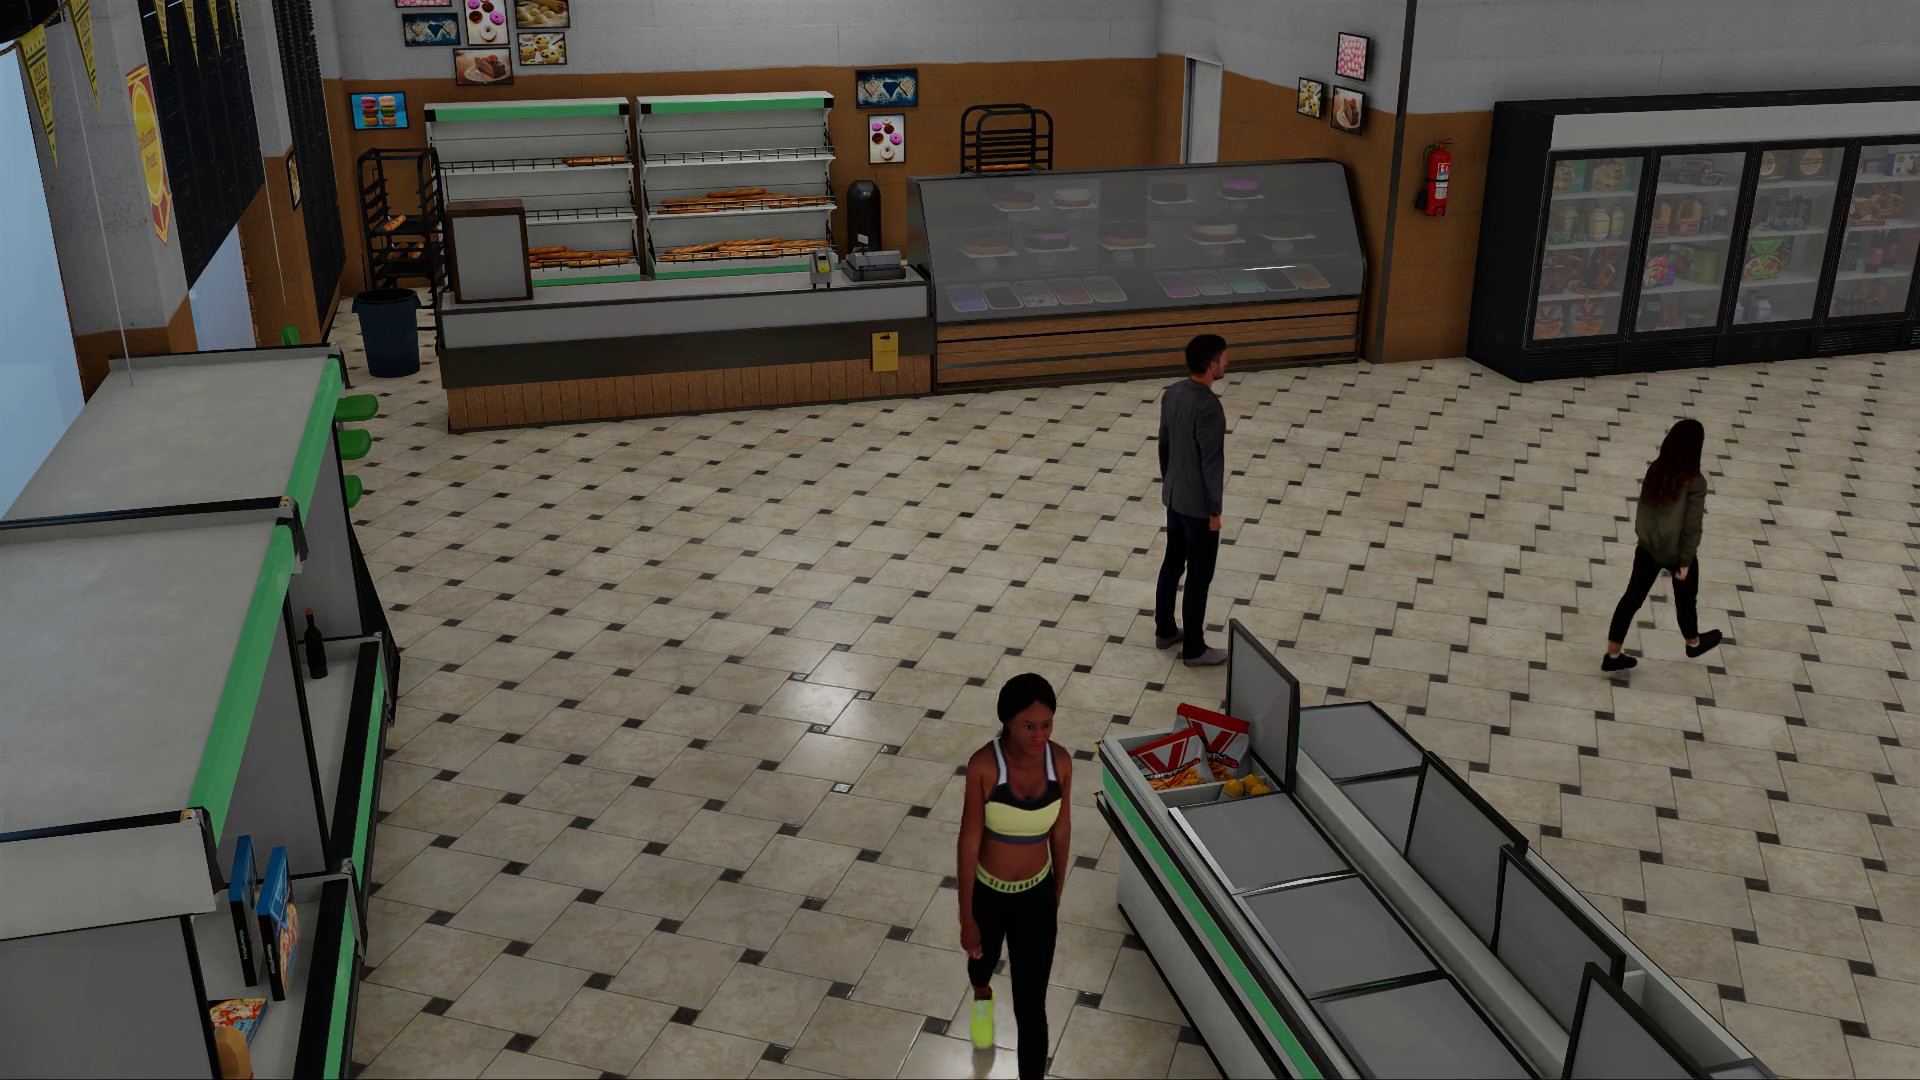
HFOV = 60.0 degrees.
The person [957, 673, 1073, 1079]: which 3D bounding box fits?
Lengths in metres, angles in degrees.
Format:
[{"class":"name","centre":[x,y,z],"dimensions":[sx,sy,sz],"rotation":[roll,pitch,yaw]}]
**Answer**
[{"class":"person","centre":[0.148,1.221,5.838],"dimensions":[0.684,1.707,1.209],"rotation":[-2,22,-6]}]

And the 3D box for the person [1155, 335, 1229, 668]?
[{"class":"person","centre":[1.298,-0.226,9.220],"dimensions":[0.791,1.871,0.584],"rotation":[-10,24,-23]}]

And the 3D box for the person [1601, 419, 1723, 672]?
[{"class":"person","centre":[3.780,0.076,9.058],"dimensions":[0.758,1.431,0.966],"rotation":[-10,24,-23]}]
